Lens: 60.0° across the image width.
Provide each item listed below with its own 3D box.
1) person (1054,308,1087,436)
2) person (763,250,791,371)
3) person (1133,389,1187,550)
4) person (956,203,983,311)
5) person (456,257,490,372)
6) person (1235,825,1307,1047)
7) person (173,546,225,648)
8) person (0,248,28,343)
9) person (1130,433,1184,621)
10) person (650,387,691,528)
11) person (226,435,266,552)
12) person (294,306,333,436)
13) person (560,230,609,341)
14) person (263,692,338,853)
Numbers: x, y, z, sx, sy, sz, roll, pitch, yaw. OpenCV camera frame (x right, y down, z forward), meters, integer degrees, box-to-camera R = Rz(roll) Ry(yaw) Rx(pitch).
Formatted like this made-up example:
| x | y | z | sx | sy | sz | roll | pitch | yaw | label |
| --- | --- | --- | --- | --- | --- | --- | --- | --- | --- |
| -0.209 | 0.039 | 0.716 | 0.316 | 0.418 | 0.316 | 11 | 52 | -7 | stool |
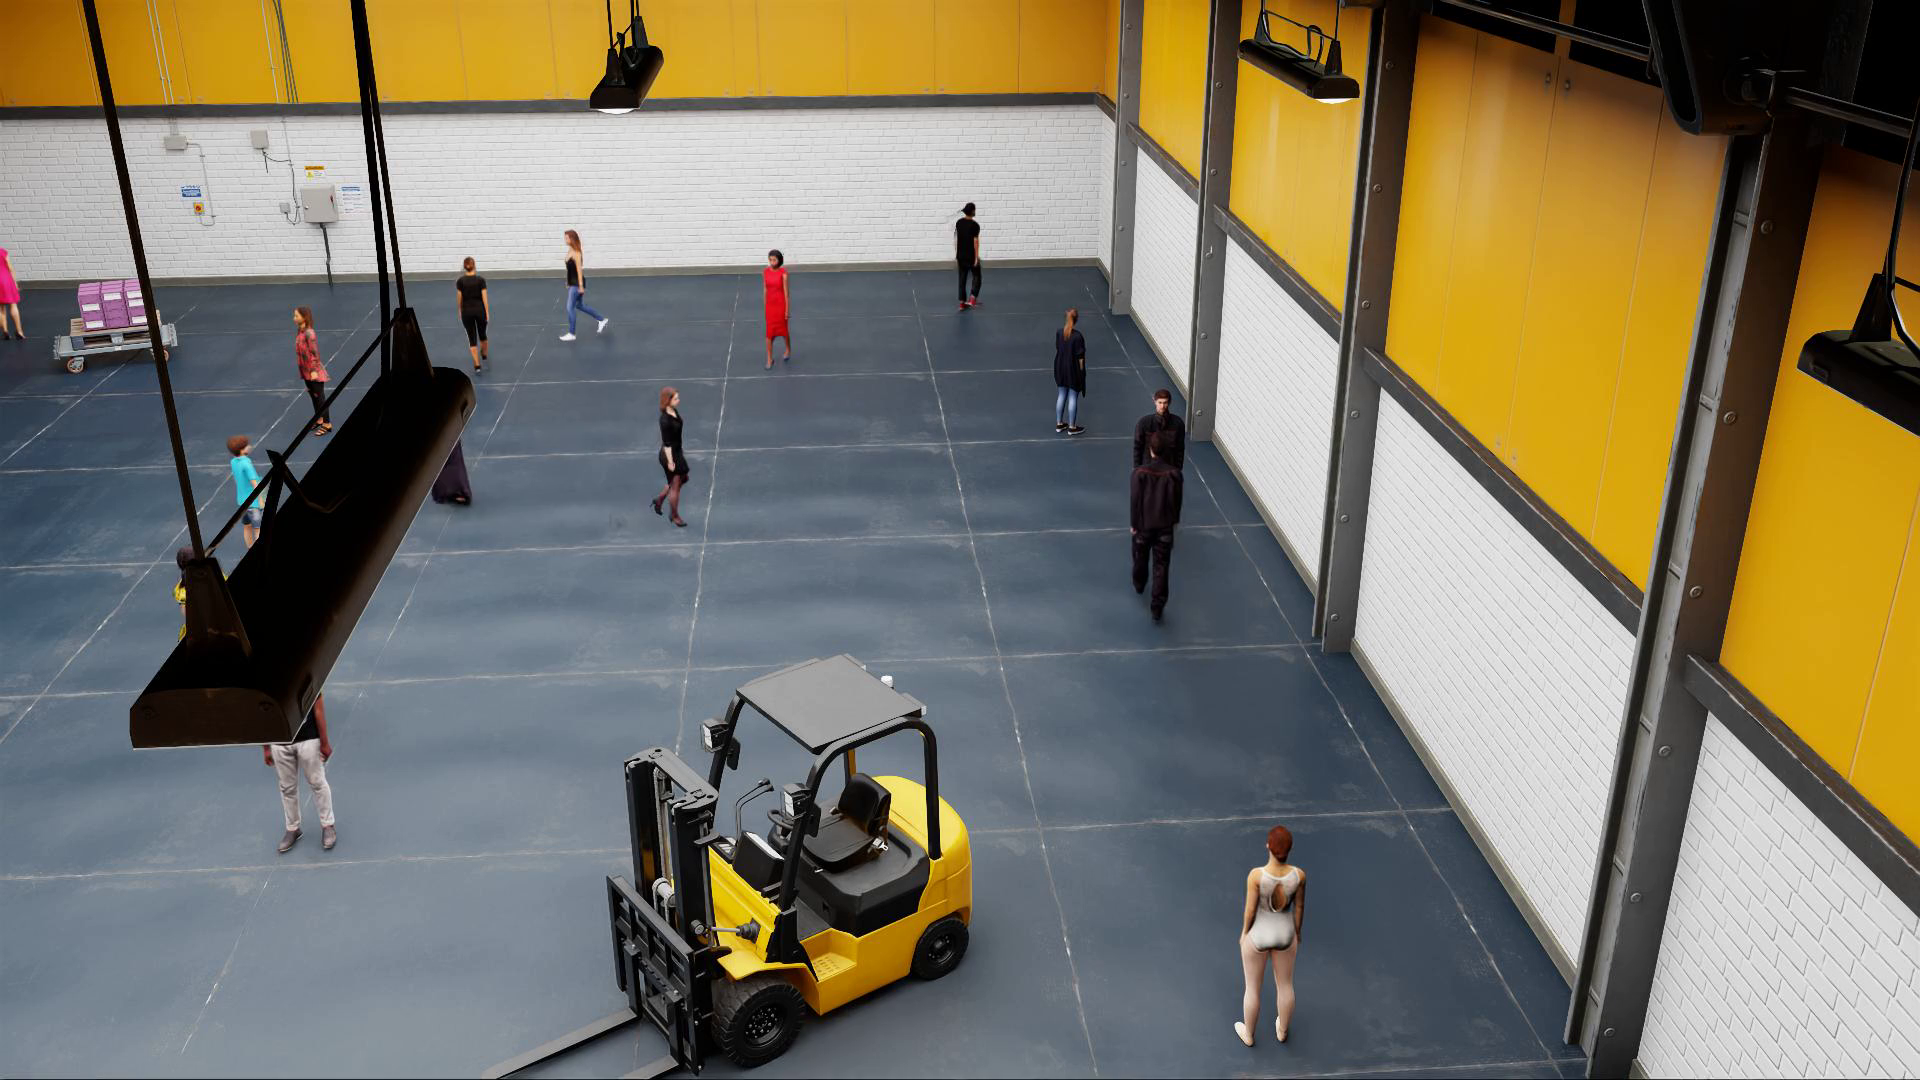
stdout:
| x | y | z | sx | sy | sz | roll | pitch | yaw | label |
| --- | --- | --- | --- | --- | --- | --- | --- | --- | --- |
| 1.425 | -2.211 | 21.709 | 0.706 | 1.680 | 0.777 | 20 | 31 | 39 | person |
| -2.637 | -3.403 | 24.388 | 0.820 | 1.718 | 1.016 | 8 | 25 | 17 | person |
| 2.179 | -0.776 | 18.229 | 0.728 | 1.838 | 0.570 | -1 | 24 | -2 | person |
| 0.084 | -4.596 | 27.088 | 0.784 | 1.741 | 0.827 | 13 | 27 | 27 | person |
| -7.061 | -3.250 | 24.151 | 0.756 | 1.626 | 1.140 | -7 | 25 | -16 | person |
| 2.021 | 2.572 | 10.811 | 0.561 | 1.644 | 0.466 | -3 | 24 | -7 | person |
| -6.617 | 0.838 | 14.785 | 1.037 | 1.638 | 0.999 | 9 | 25 | 21 | person |
| -14.719 | -3.916 | 25.549 | 0.576 | 1.728 | 0.541 | -3 | 24 | -7 | person |
| 1.955 | -0.101 | 16.650 | 0.768 | 1.865 | 1.201 | 0 | 24 | 1 | person |
| -3.337 | -0.926 | 18.754 | 0.716 | 1.691 | 0.686 | 1 | 24 | 2 | person |
| -7.686 | -0.452 | 17.972 | 0.595 | 1.449 | 0.645 | 16 | 28 | 33 | person |
| -8.459 | -2.223 | 21.707 | 0.762 | 1.704 | 0.675 | -19 | 30 | -37 | person |
| -5.839 | -3.937 | 25.640 | 0.855 | 1.694 | 1.045 | -10 | 26 | -22 | person |
| -5.159 | 1.559 | 12.929 | 0.652 | 1.803 | 0.590 | -3 | 24 | -6 | person |
